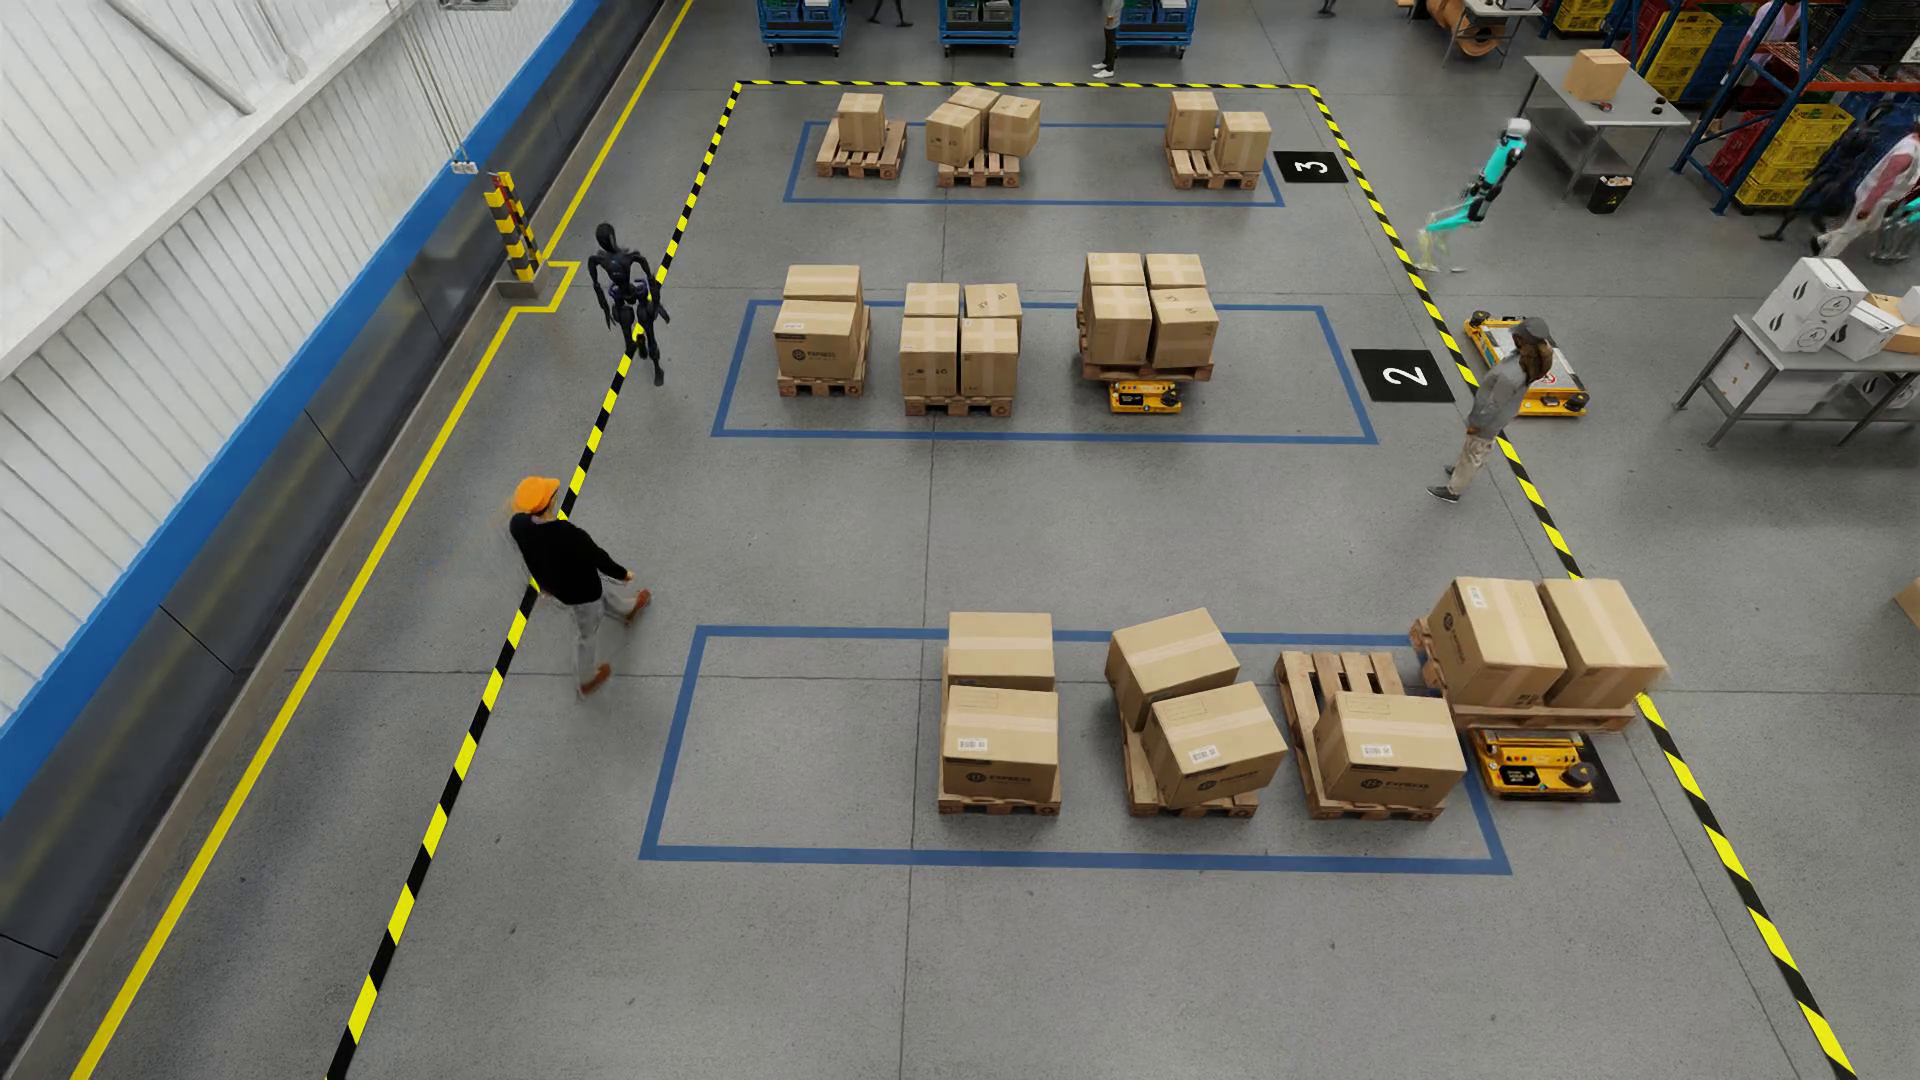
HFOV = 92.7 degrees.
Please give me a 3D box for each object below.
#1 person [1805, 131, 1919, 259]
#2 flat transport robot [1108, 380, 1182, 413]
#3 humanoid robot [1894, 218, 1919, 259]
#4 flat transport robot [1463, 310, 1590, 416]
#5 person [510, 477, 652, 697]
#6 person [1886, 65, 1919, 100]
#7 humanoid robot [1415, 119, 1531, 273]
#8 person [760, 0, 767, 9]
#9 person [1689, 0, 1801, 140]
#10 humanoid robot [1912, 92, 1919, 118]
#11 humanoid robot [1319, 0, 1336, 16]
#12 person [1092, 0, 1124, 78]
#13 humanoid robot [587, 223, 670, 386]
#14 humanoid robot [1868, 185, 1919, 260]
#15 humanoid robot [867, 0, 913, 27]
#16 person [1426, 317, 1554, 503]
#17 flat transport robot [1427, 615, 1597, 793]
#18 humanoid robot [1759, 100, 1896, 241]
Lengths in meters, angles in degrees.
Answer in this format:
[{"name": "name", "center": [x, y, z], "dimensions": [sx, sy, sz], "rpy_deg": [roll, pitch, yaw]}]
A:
[{"name": "person", "center": [9.666, -3.616, 9.639], "dimensions": [0.618, 1.811, 0.435], "rpy_deg": [-35, 57, -26]}, {"name": "flat transport robot", "center": [1.773, -1.807, 9.079], "dimensions": [0.652, 0.197, 1.431], "rpy_deg": [1, 49, 1]}, {"name": "humanoid robot", "center": [10.716, -3.738, 9.808], "dimensions": [0.869, 1.779, 0.544], "rpy_deg": [-5, 49, -5]}, {"name": "flat transport robot", "center": [5.573, -1.757, 9.054], "dimensions": [0.659, 0.231, 1.431], "rpy_deg": [1, 49, 1]}, {"name": "person", "center": [-2.598, 0.245, 6.290], "dimensions": [0.588, 1.832, 0.966], "rpy_deg": [21, 52, 17]}, {"name": "person", "center": [12.351, -6.156, 11.858], "dimensions": [0.996, 1.782, 0.624], "rpy_deg": [-11, 50, -9]}, {"name": "humanoid robot", "center": [5.268, -3.527, 9.617], "dimensions": [0.908, 1.760, 0.540], "rpy_deg": [9, 50, 8]}, {"name": "person", "center": [-3.235, -9.578, 14.741], "dimensions": [0.645, 1.903, 0.560], "rpy_deg": [-23, 53, -19]}, {"name": "person", "center": [10.138, -6.130, 11.666], "dimensions": [0.607, 2.044, 0.390], "rpy_deg": [-7, 49, -6]}, {"name": "humanoid robot", "center": [12.252, -5.681, 11.516], "dimensions": [0.610, 1.636, 0.390], "rpy_deg": [-21, 52, -18]}, {"name": "humanoid robot", "center": [6.083, -9.317, 14.668], "dimensions": [0.356, 1.649, 0.615], "rpy_deg": [-9, 50, -8]}, {"name": "person", "center": [2.143, -7.606, 13.069], "dimensions": [0.365, 1.852, 0.596], "rpy_deg": [2, 49, 2]}, {"name": "humanoid robot", "center": [-3.037, -2.232, 8.542], "dimensions": [0.594, 1.644, 0.519], "rpy_deg": [-8, 50, -6]}, {"name": "humanoid robot", "center": [10.475, -3.726, 9.792], "dimensions": [0.830, 1.759, 0.544], "rpy_deg": [-7, 50, -6]}, {"name": "humanoid robot", "center": [-1.145, -8.957, 14.393], "dimensions": [0.756, 1.638, 0.601], "rpy_deg": [2, 49, 2]}, {"name": "person", "center": [4.317, -1.031, 7.436], "dimensions": [0.566, 1.761, 0.406], "rpy_deg": [-37, 58, -27]}, {"name": "flat transport robot", "center": [3.907, 1.101, 6.562], "dimensions": [0.652, 0.197, 1.431], "rpy_deg": [1, 49, 1]}, {"name": "humanoid robot", "center": [9.694, -4.004, 10.083], "dimensions": [0.663, 1.649, 0.585], "rpy_deg": [4, 49, 4]}]
